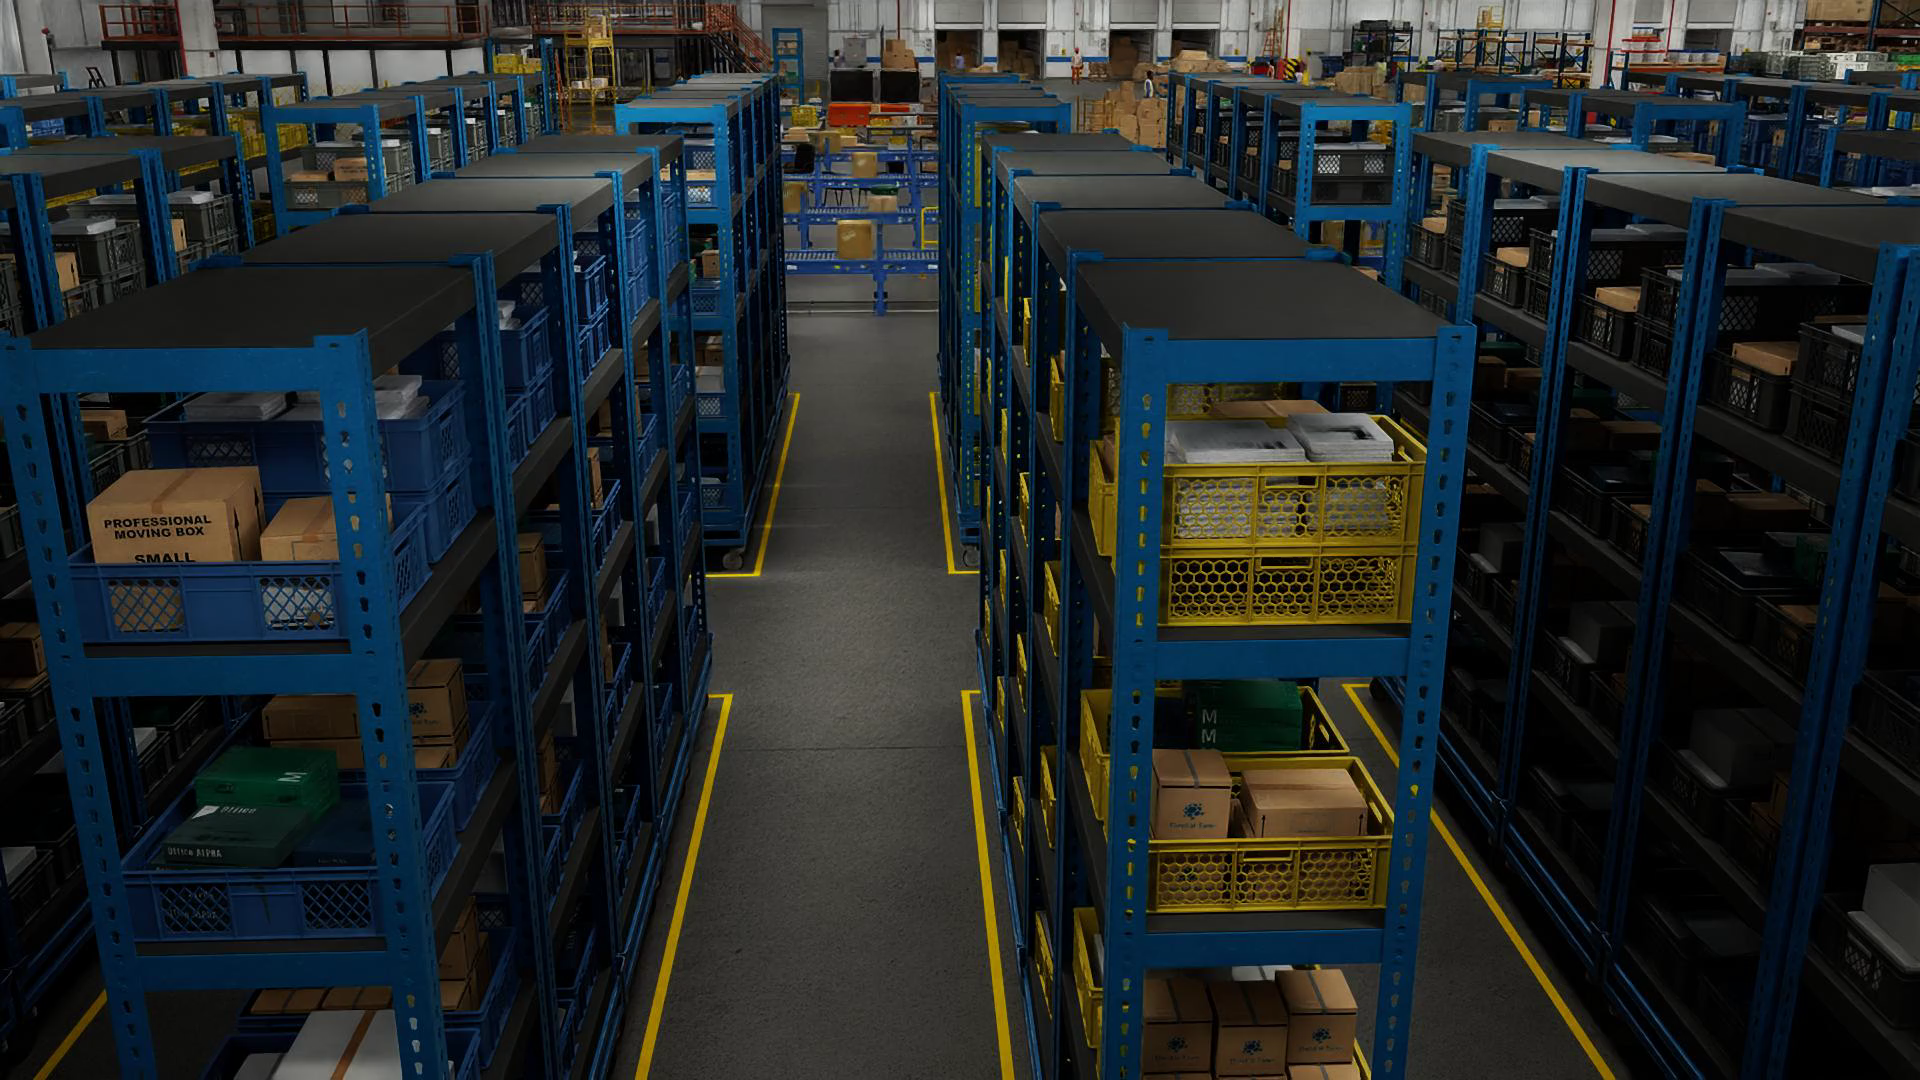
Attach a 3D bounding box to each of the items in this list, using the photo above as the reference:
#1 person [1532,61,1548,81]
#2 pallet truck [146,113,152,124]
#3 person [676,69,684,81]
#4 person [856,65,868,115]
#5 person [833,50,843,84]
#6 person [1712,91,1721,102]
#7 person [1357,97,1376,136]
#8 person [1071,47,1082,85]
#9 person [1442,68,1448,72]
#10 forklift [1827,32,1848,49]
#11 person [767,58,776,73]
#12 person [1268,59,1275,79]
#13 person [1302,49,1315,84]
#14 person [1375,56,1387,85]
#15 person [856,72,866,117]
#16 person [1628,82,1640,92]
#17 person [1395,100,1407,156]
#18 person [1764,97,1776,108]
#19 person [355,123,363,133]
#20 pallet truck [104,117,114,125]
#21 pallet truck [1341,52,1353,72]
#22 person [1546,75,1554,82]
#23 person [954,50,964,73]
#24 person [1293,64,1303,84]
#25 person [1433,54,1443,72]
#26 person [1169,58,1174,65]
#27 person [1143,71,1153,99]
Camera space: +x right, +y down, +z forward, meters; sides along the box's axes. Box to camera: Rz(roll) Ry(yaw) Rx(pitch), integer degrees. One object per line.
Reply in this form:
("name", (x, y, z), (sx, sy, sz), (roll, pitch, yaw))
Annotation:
("person", (24.238, -19.102, 69.720), (0.535, 2.000, 0.860), (-9, 20, -25))
("pallet truck", (-18.087, -8.309, 36.390), (1.885, 1.965, 0.823), (-1, 18, -4))
("person", (-10.866, -17.334, 64.561), (0.345, 1.847, 0.504), (-10, 20, -27))
("person", (-3.937, -17.898, 66.150), (0.679, 1.943, 0.612), (15, 23, 38))
("person", (-6.720, -26.138, 91.852), (0.636, 1.820, 0.719), (17, 24, 42))
("person", (26.519, -15.140, 58.100), (0.514, 1.640, 0.310), (12, 21, 33))
("person", (11.433, -11.632, 46.950), (0.619, 1.819, 0.497), (1, 18, 4))
("person", (6.349, -25.854, 90.702), (0.610, 1.986, 0.392), (-3, 18, -10))
("person", (19.204, -17.871, 66.272), (0.986, 1.806, 0.550), (-14, 22, -36))
("forklift", (46.023, -25.321, 87.619), (1.129, 2.768, 1.873), (-1, 18, -2))
("person", (-9.182, -22.698, 81.353), (0.500, 1.725, 0.594), (-7, 19, -21))
("person", (15.026, -22.346, 80.303), (0.317, 1.700, 0.539), (7, 19, 20))
("person", (19.098, -26.058, 91.505), (0.964, 1.886, 0.598), (4, 18, 12))
("person", (20.485, -22.646, 81.031), (0.641, 1.826, 0.539), (-7, 19, -19))
("person", (-3.797, -16.986, 63.640), (0.462, 1.753, 0.531), (5, 18, 14))
("person", (24.350, -15.958, 60.154), (0.545, 1.938, 0.361), (-8, 20, -25))
("person", (12.802, -11.896, 48.109), (0.503, 1.618, 0.652), (0, 18, 1))
("person", (27.269, -14.504, 56.043), (0.319, 1.696, 0.532), (-2, 18, -6))
("person", (-13.232, -8.540, 37.071), (0.543, 2.025, 0.687), (11, 21, 30))
("pallet truck", (-18.367, -7.885, 35.078), (1.885, 1.965, 0.823), (1, 18, 2))
("pallet truck", (18.794, -23.123, 82.231), (0.823, 1.965, 1.885), (-13, 22, -35))
("person", (20.089, -14.925, 56.962), (0.375, 1.934, 0.548), (5, 19, 15))
("person", (-0.033, -25.210, 88.871), (0.560, 1.892, 0.982), (-14, 23, -38))
("person", (13.661, -18.267, 67.331), (0.374, 1.916, 0.596), (13, 22, 35))
("person", (22.925, -22.301, 79.788), (0.379, 1.937, 0.629), (-8, 19, -22))
("person", (9.912, -21.631, 77.868), (0.521, 1.853, 0.355), (-11, 21, -31))
("person", (6.910, -16.223, 61.005), (0.392, 1.919, 0.593), (2, 18, 6))
